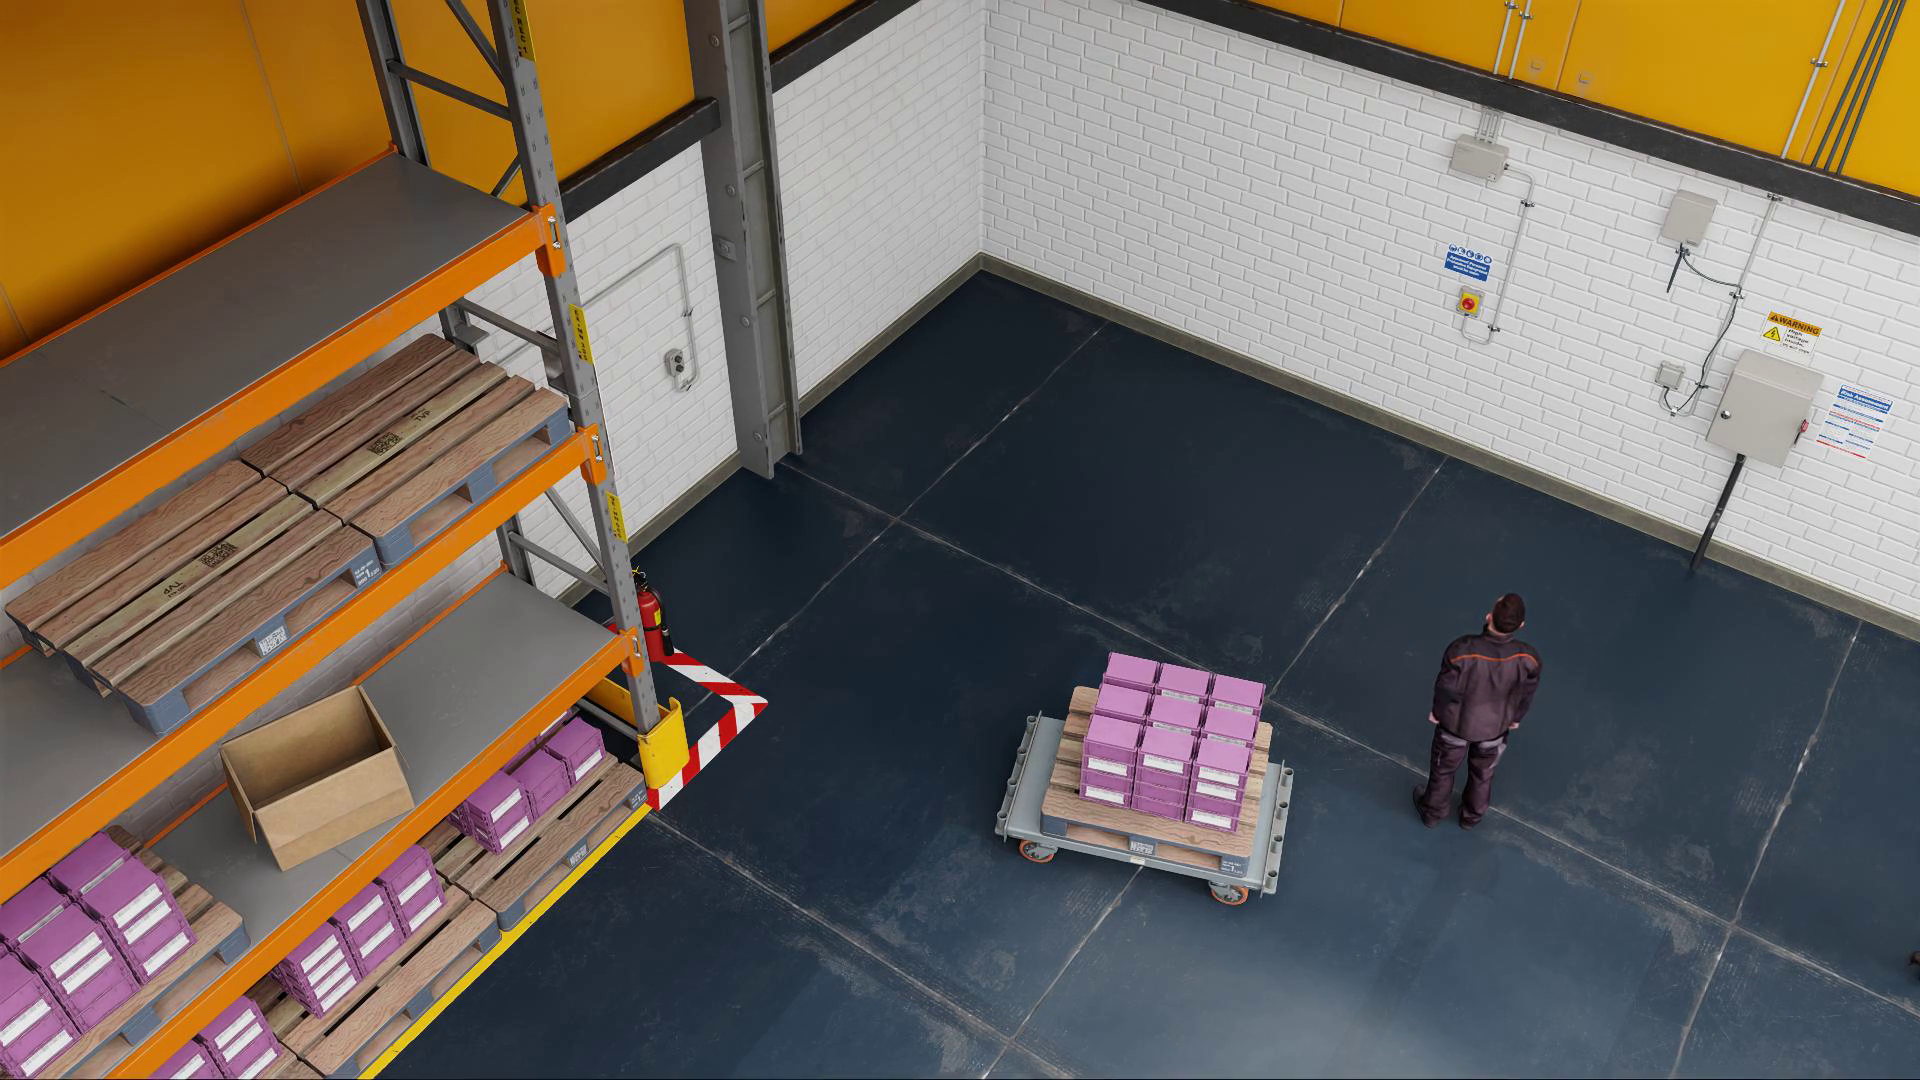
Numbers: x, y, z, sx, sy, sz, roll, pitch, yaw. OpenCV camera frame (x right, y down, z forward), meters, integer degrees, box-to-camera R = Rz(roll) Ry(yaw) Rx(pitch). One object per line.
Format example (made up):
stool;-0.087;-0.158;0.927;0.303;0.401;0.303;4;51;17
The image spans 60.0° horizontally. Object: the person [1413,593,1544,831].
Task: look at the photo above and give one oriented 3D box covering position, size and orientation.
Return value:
person;2.957;0.999;9.519;0.810;1.857;0.793;6;44;6
